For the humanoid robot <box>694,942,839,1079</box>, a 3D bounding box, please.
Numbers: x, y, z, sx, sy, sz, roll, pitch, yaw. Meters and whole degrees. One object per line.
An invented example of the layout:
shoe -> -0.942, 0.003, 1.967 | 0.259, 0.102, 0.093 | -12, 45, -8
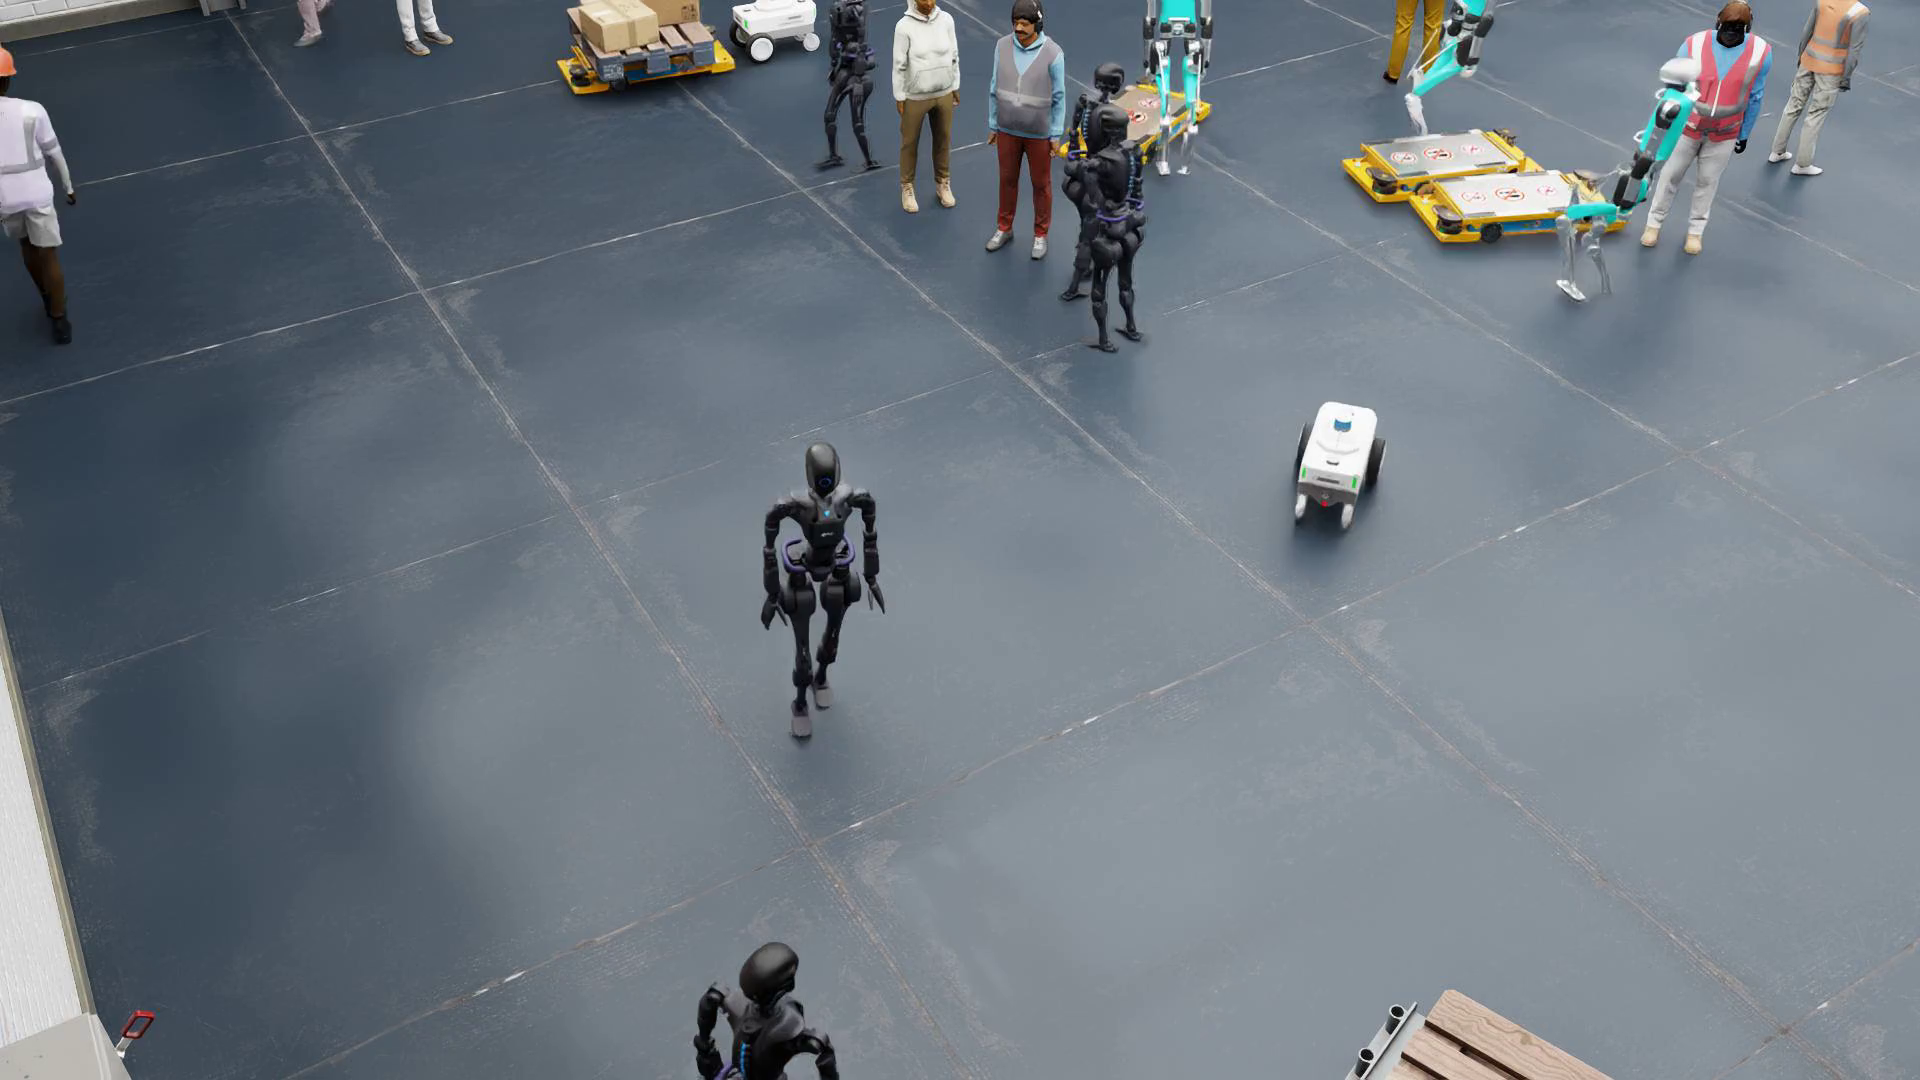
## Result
humanoid robot -> -0.633, 1.917, 5.759 | 0.612, 1.633, 0.694 | 17, 41, 20

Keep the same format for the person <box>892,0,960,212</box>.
person -> -0.259, -3.284, 12.238 | 0.515, 1.759, 0.370 | -14, 40, -17

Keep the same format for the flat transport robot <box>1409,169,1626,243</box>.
flat transport robot -> 4.165, -2.495, 12.440 | 1.431, 0.231, 0.659 | -5, 39, -7

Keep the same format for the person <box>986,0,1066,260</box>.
person -> 0.466, -2.880, 11.630 | 0.545, 1.876, 0.409 | 14, 40, 17

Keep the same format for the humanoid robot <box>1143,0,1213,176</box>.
humanoid robot -> 1.636, -3.554, 12.599 | 0.553, 1.757, 0.845 | 2, 38, 3

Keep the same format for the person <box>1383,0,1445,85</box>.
person -> 3.910, -4.710, 14.041 | 0.524, 1.751, 0.344 | 2, 38, 2

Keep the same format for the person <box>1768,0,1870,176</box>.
person -> 6.618, -3.614, 12.746 | 0.311, 1.639, 0.517 | -14, 40, -17

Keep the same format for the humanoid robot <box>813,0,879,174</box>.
humanoid robot -> -0.884, -3.564, 12.658 | 0.488, 1.650, 0.589 | -19, 42, -22

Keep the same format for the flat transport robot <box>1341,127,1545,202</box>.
flat transport robot -> 3.783, -2.925, 12.983 | 1.431, 0.231, 0.659 | -9, 39, -11

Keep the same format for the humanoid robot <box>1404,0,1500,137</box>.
humanoid robot -> 3.748, -3.788, 12.932 | 0.766, 1.822, 0.538 | -7, 39, -9

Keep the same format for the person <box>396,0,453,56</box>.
person -> -4.851, -5.239, 14.605 | 0.340, 1.879, 0.582 | 20, 42, 23

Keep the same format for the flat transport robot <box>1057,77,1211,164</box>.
flat transport robot -> 1.433, -3.380, 13.557 | 0.659, 0.231, 1.431 | 22, 43, 26

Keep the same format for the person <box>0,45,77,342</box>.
person -> -6.087, -2.257, 10.843 | 0.571, 1.876, 0.761 | -14, 40, -17

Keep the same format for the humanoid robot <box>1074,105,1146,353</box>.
humanoid robot -> 0.983, -1.991, 10.674 | 0.324, 1.654, 0.610 | 29, 47, 32

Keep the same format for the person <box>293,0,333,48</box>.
person -> -5.944, -5.287, 14.709 | 0.577, 1.821, 0.458 | 29, 47, 31

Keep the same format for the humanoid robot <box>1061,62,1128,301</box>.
humanoid robot -> 0.893, -2.426, 11.226 | 0.494, 1.636, 0.591 | -26, 45, -29

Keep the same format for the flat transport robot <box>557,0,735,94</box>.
flat transport robot -> -2.765, -4.222, 14.619 | 1.431, 0.231, 0.659 | -15, 41, -18

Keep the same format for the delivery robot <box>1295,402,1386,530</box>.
delivery robot -> 2.195, -0.481, 9.672 | 0.499, 0.599, 0.784 | 13, 40, 15

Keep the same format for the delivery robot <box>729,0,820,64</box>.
delivery robot -> -1.654, -4.642, 14.911 | 0.772, 0.586, 0.499 | -17, 41, -20

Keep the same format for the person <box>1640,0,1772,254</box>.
person -> 5.235, -2.893, 11.689 | 0.629, 1.836, 0.431 | 13, 40, 15

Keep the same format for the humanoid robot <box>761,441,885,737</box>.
humanoid robot -> -0.659, 0.210, 7.903 | 0.601, 1.642, 0.535 | -11, 40, -14

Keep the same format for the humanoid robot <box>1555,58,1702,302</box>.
humanoid robot -> 4.359, -2.396, 11.148 | 0.787, 1.796, 0.528 | 24, 44, 27
